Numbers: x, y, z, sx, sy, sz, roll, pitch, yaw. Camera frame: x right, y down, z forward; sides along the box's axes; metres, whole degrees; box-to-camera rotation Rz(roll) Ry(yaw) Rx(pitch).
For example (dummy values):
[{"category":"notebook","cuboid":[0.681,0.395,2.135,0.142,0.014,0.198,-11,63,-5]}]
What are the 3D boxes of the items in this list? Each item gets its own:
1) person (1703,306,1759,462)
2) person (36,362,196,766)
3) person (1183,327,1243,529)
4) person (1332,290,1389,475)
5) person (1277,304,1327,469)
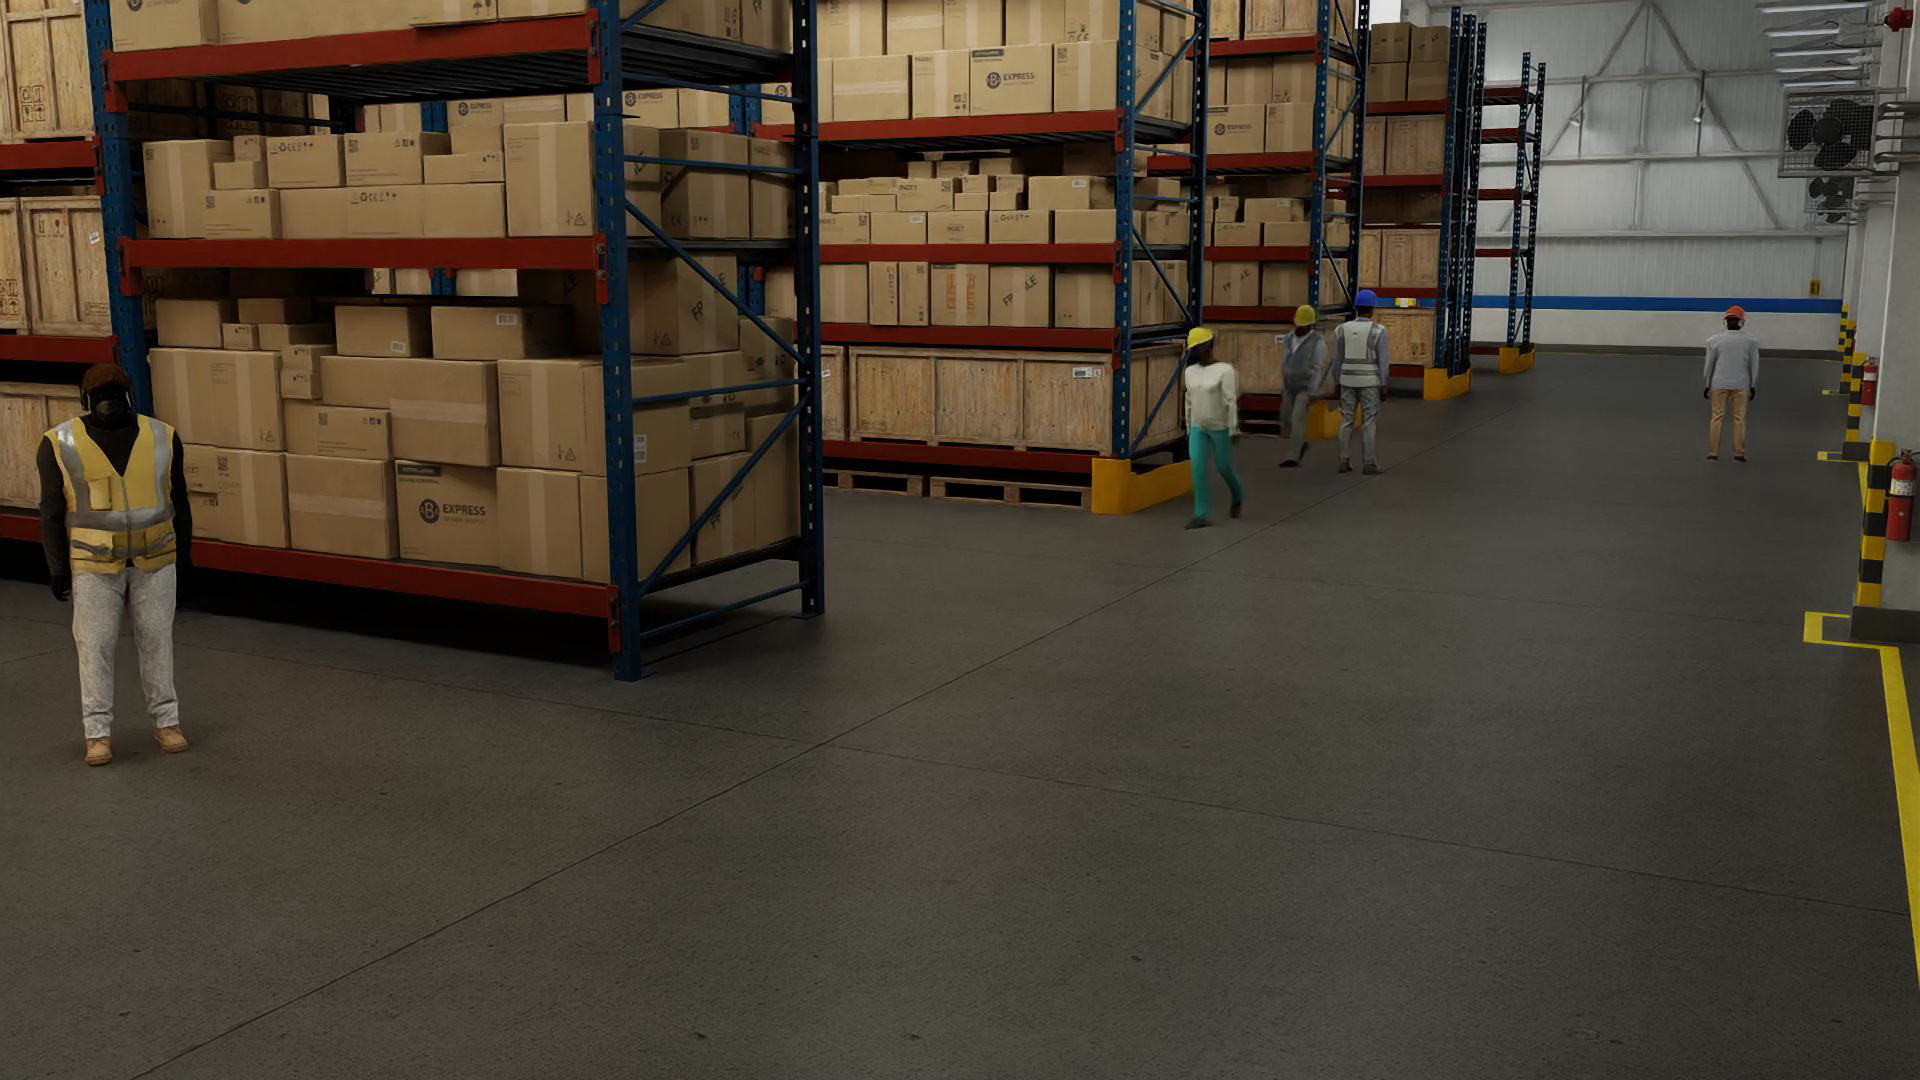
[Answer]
[{"category":"person","cuboid":[8.620,-1.741,18.611,0.563,1.741,0.339,5,11,25]},{"category":"person","cuboid":[-3.858,0.102,7.662,0.636,1.842,0.429,-7,12,-36]},{"category":"person","cuboid":[2.186,-0.975,14.270,0.552,1.713,0.805,8,13,40]},{"category":"person","cuboid":[4.234,-1.660,17.555,0.618,1.945,0.395,8,12,37]},{"category":"person","cuboid":[3.699,-1.657,18.018,0.479,1.790,0.627,-7,12,-36]}]
